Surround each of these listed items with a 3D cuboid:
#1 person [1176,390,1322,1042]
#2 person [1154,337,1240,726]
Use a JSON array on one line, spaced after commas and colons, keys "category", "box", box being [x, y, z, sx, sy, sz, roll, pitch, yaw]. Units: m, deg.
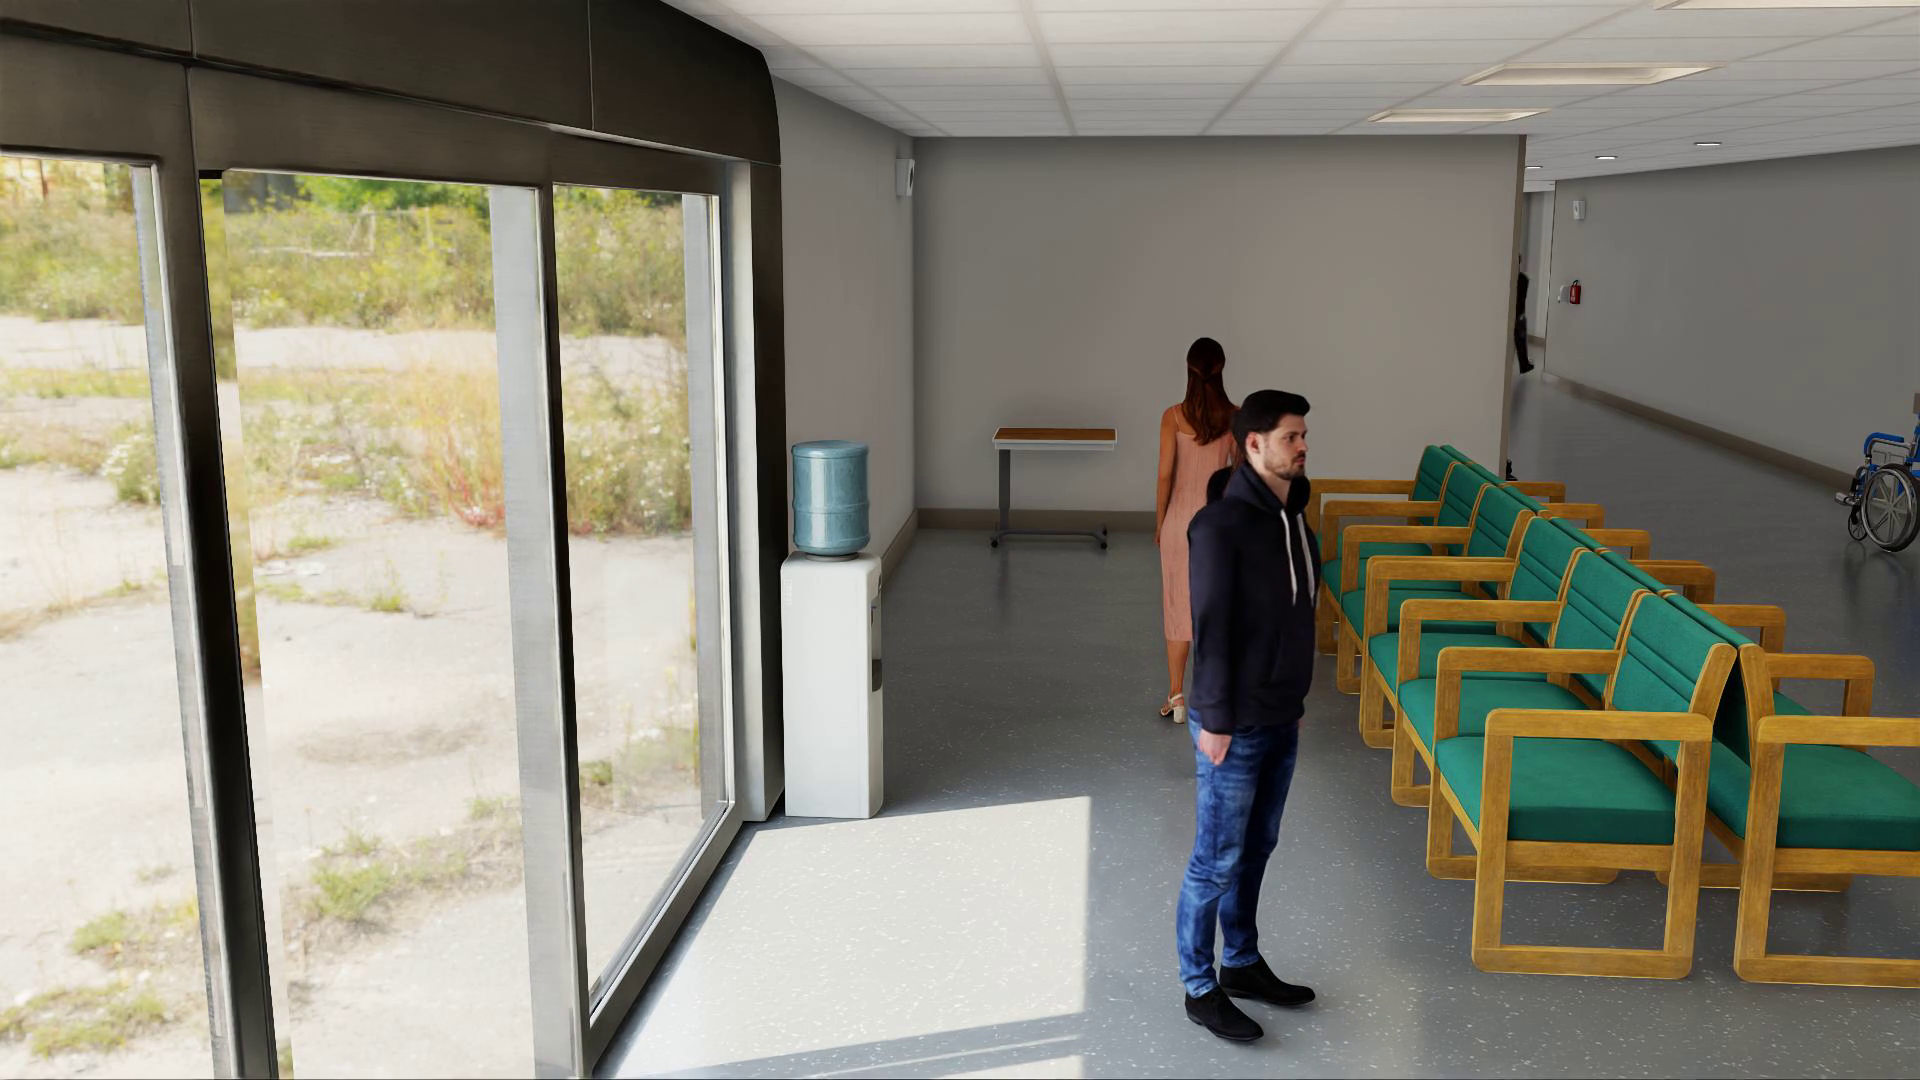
[{"category": "person", "box": [0.838, 0.491, 4.892, 0.784, 1.893, 0.761, 9, 14, 40]}, {"category": "person", "box": [1.133, -0.042, 7.865, 0.499, 1.832, 0.681, -1, 11, -5]}]
